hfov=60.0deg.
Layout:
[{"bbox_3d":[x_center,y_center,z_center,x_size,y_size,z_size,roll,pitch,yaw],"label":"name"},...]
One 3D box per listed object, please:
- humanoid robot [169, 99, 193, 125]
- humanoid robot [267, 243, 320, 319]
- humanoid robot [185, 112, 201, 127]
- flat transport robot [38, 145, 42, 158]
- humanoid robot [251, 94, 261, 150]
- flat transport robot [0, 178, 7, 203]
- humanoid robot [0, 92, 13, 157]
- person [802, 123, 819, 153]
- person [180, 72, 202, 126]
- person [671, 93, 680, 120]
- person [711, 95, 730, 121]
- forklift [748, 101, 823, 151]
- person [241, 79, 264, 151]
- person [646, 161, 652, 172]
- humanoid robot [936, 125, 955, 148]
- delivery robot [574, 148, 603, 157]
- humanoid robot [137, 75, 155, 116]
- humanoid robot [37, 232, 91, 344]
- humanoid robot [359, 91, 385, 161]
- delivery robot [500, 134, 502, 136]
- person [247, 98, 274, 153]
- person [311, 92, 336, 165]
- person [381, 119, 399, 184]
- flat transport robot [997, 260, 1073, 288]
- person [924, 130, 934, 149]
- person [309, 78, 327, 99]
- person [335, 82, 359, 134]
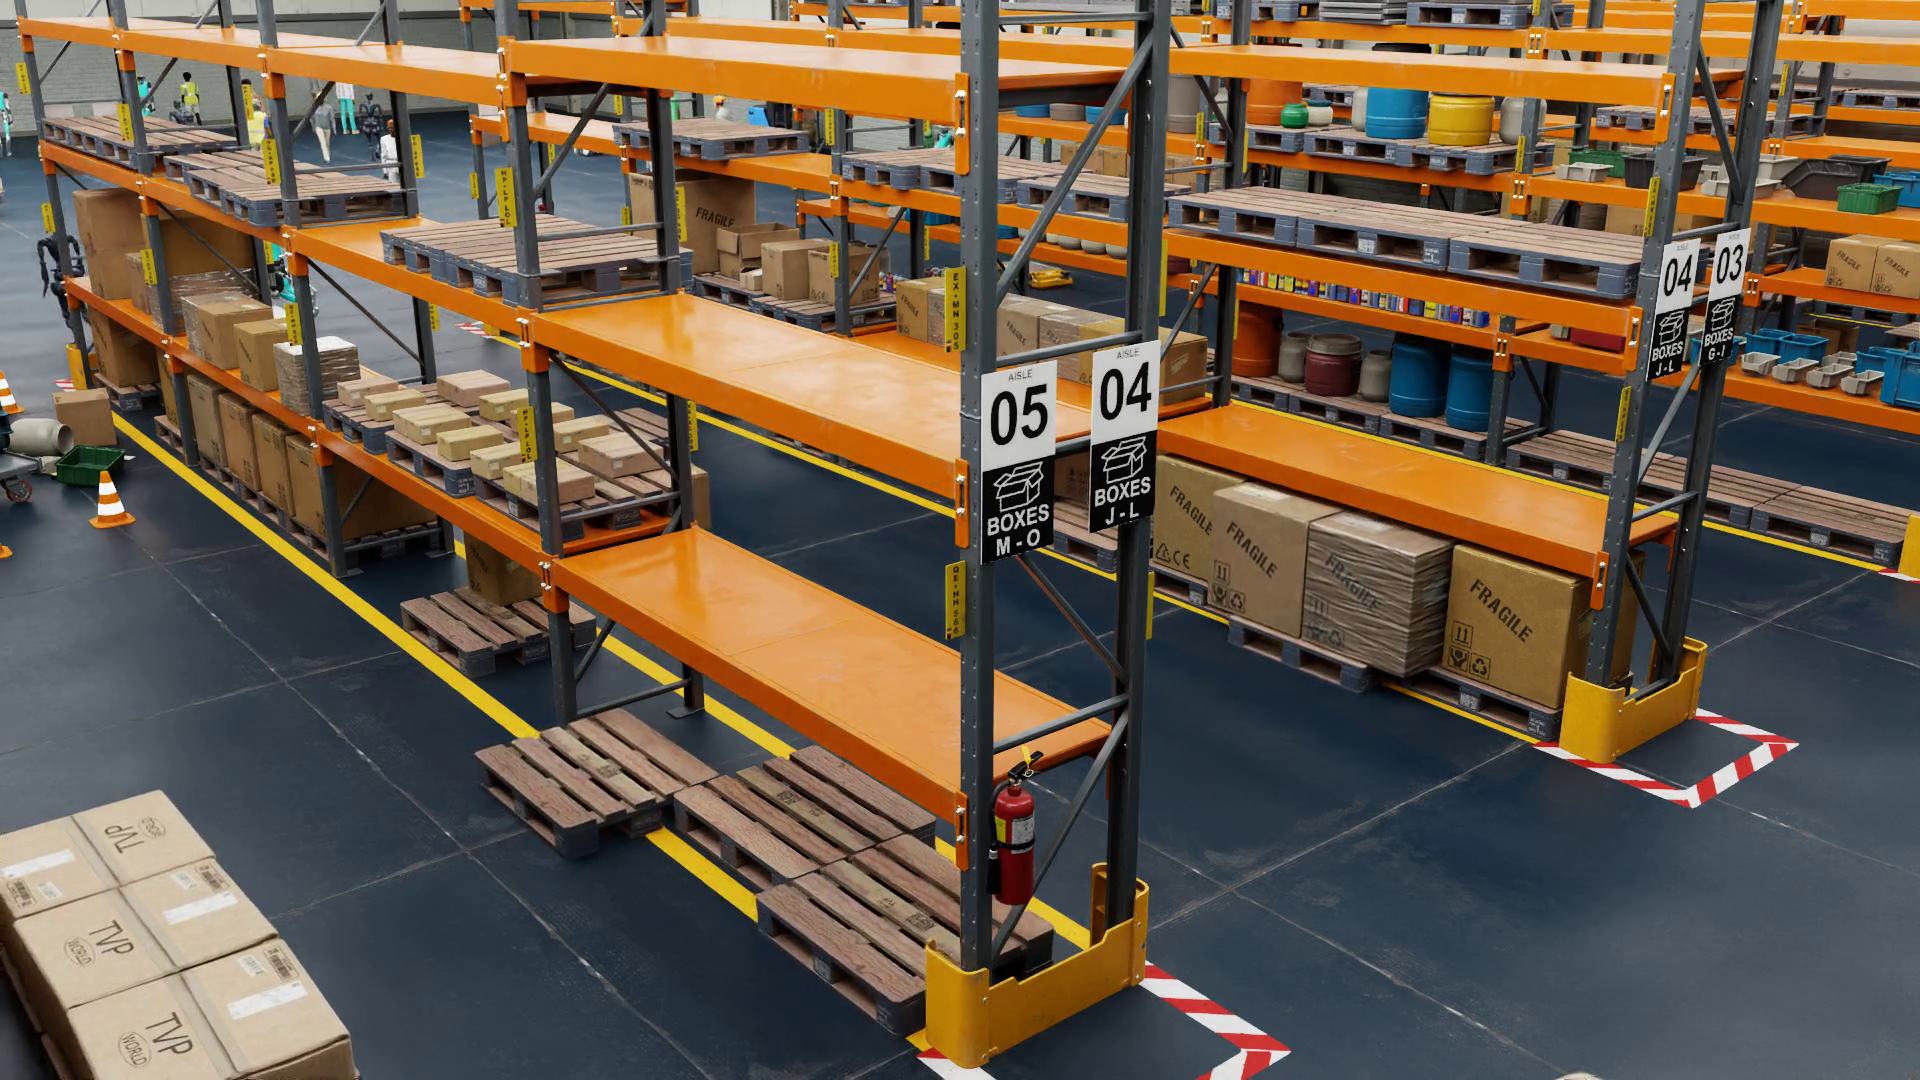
[{"bbox_3d":[-18.127,-9.449,38.806,0.836,1.619,0.597,17,25,40],"label":"humanoid robot"},{"bbox_3d":[-8.372,-3.267,20.863,0.739,1.687,0.530,-2,19,-7],"label":"humanoid robot"},{"bbox_3d":[-16.095,-8.135,34.973,0.609,1.647,0.460,-4,20,-10],"label":"humanoid robot"},{"bbox_3d":[-22.736,-9.757,41.704,0.659,0.231,1.431,-10,21,-25],"label":"flat transport robot"},{"bbox_3d":[-16.675,-9.486,38.850,0.854,1.855,0.545,15,25,37],"label":"humanoid robot"},{"bbox_3d":[-19.140,-6.313,31.903,0.659,0.231,1.431,-1,19,-3],"label":"flat transport robot"},{"bbox_3d":[-23.696,-10.294,41.044,0.544,1.790,0.751,-8,21,-22],"label":"humanoid robot"},{"bbox_3d":[-3.387,-8.665,36.410,0.551,1.723,0.901,-16,25,-37],"label":"person"},{"bbox_3d":[-21.619,-12.286,46.760,0.321,1.690,0.536,13,23,33],"label":"person"},{"bbox_3d":[-7.013,-10.168,40.321,0.489,1.961,0.471,-4,20,-12],"label":"person"},{"bbox_3d":[-5.372,-8.926,36.933,0.860,1.858,0.544,5,20,13],"label":"person"},{"bbox_3d":[-4.526,-11.368,42.374,1.129,2.768,1.873,-15,24,-37],"label":"forklift"},{"bbox_3d":[-17.893,-10.760,42.190,0.907,1.843,0.440,12,23,30],"label":"person"},{"bbox_3d":[-5.056,-5.947,28.315,0.606,1.958,0.395,17,26,40],"label":"person"},{"bbox_3d":[-0.567,-7.038,31.832,0.988,1.749,0.552,-12,23,-31],"label":"humanoid robot"},{"bbox_3d":[-9.362,-9.920,41.736,0.766,0.594,0.520,14,24,35],"label":"delivery robot"},{"bbox_3d":[-22.055,-11.587,44.800,0.538,1.779,1.033,0,19,-1],"label":"humanoid robot"},{"bbox_3d":[-11.431,-3.328,21.303,0.389,1.641,0.618,12,23,30],"label":"humanoid robot"},{"bbox_3d":[-14.343,-10.070,40.469,0.601,1.653,0.380,-4,20,-10],"label":"humanoid robot"},{"bbox_3d":[-12.560,-11.279,45.576,0.499,0.576,0.757,-12,23,-31],"label":"delivery robot"},{"bbox_3d":[-15.071,-8.554,35.861,0.530,1.872,0.487,3,20,7],"label":"person"},{"bbox_3d":[-15.312,-9.917,40.014,0.527,1.692,0.952,-10,22,-26],"label":"person"},{"bbox_3d":[-10.560,-6.942,31.260,0.574,1.882,0.362,0,19,0],"label":"person"},{"bbox_3d":[1.037,-4.111,25.635,0.659,0.231,1.431,-13,23,-33],"label":"flat transport robot"},{"bbox_3d":[-0.684,-7.424,32.840,0.470,1.743,0.342,-18,26,-41],"label":"person"},{"bbox_3d":[-18.902,-13.159,48.982,0.535,1.859,0.474,14,24,35],"label":"person"},{"bbox_3d":[-17.244,-12.381,46.692,0.491,1.916,0.366,2,19,6],"label":"person"}]
